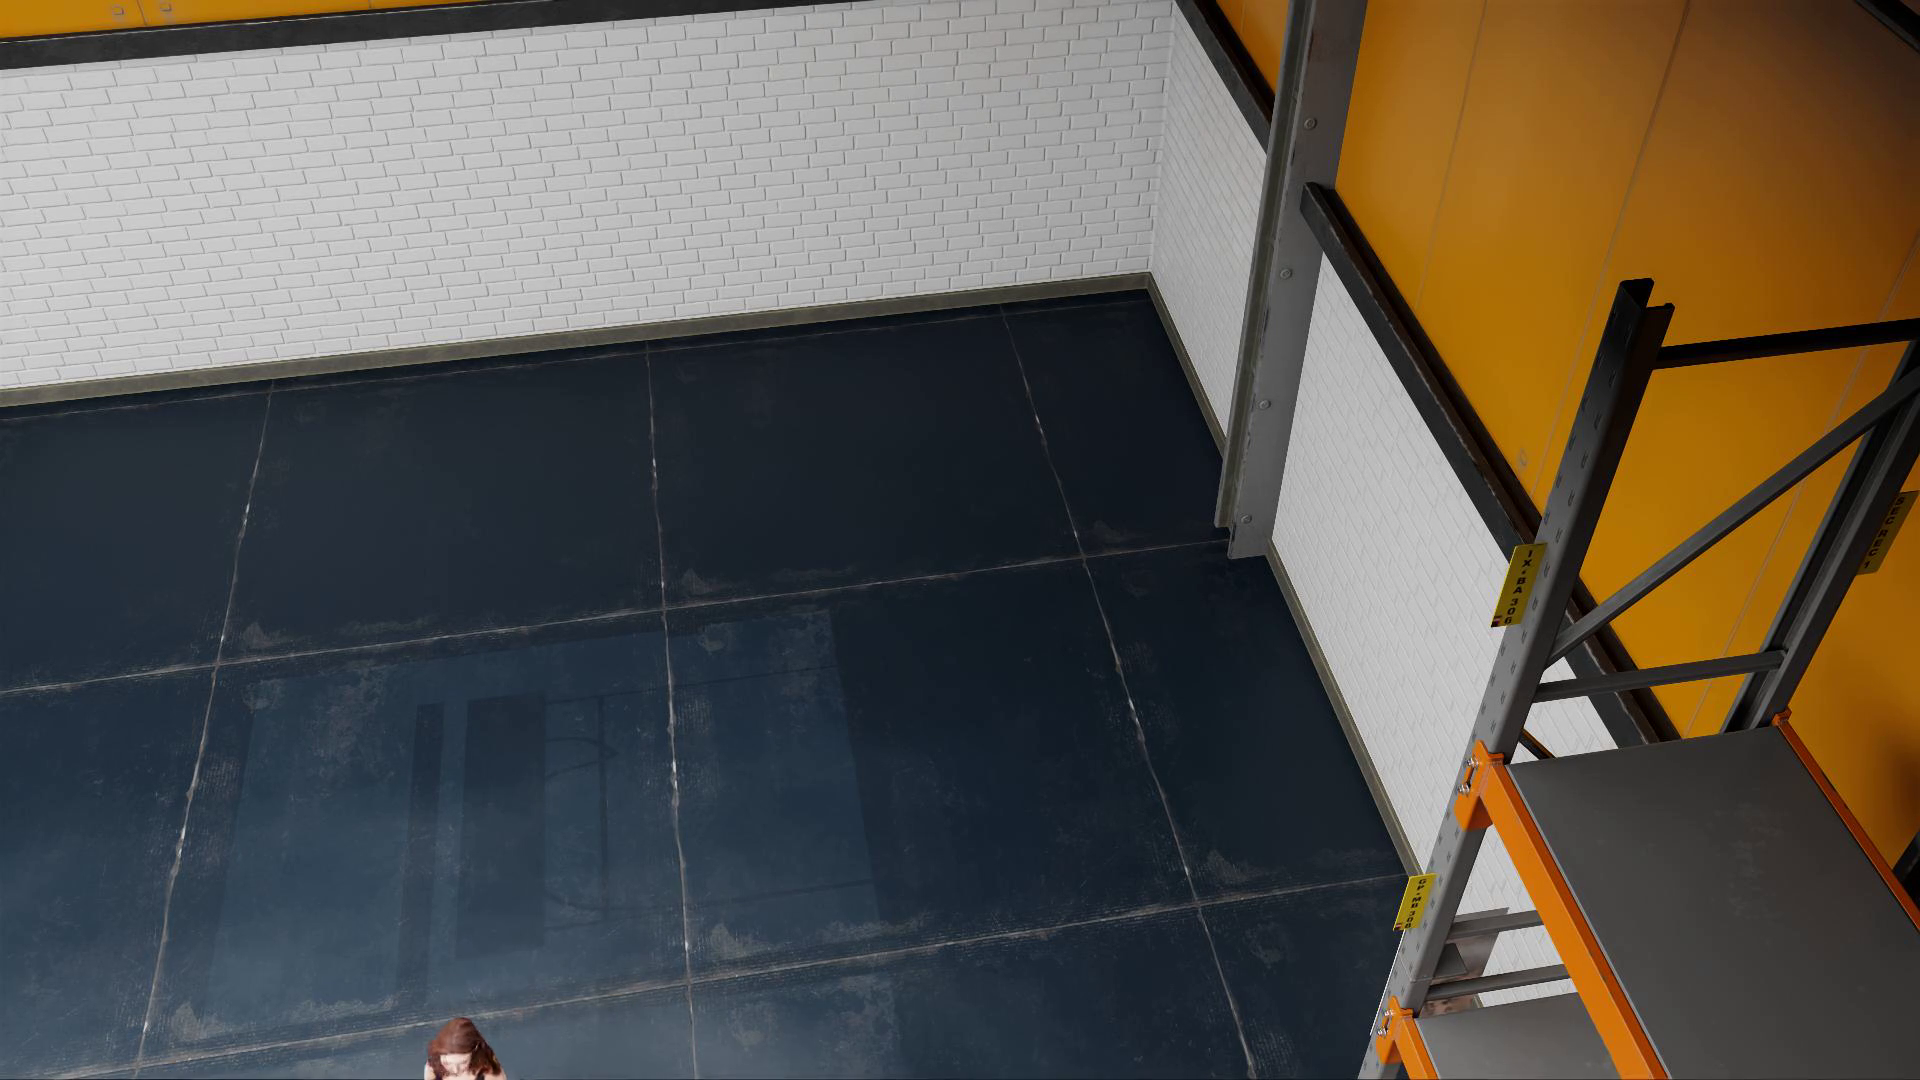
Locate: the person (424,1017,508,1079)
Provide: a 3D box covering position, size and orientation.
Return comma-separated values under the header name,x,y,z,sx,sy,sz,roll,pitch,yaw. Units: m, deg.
name,x,y,z,sx,sy,sz,roll,pitch,yaw
person,-2.259,2.725,8.022,0.900,1.697,1.218,11,45,11
